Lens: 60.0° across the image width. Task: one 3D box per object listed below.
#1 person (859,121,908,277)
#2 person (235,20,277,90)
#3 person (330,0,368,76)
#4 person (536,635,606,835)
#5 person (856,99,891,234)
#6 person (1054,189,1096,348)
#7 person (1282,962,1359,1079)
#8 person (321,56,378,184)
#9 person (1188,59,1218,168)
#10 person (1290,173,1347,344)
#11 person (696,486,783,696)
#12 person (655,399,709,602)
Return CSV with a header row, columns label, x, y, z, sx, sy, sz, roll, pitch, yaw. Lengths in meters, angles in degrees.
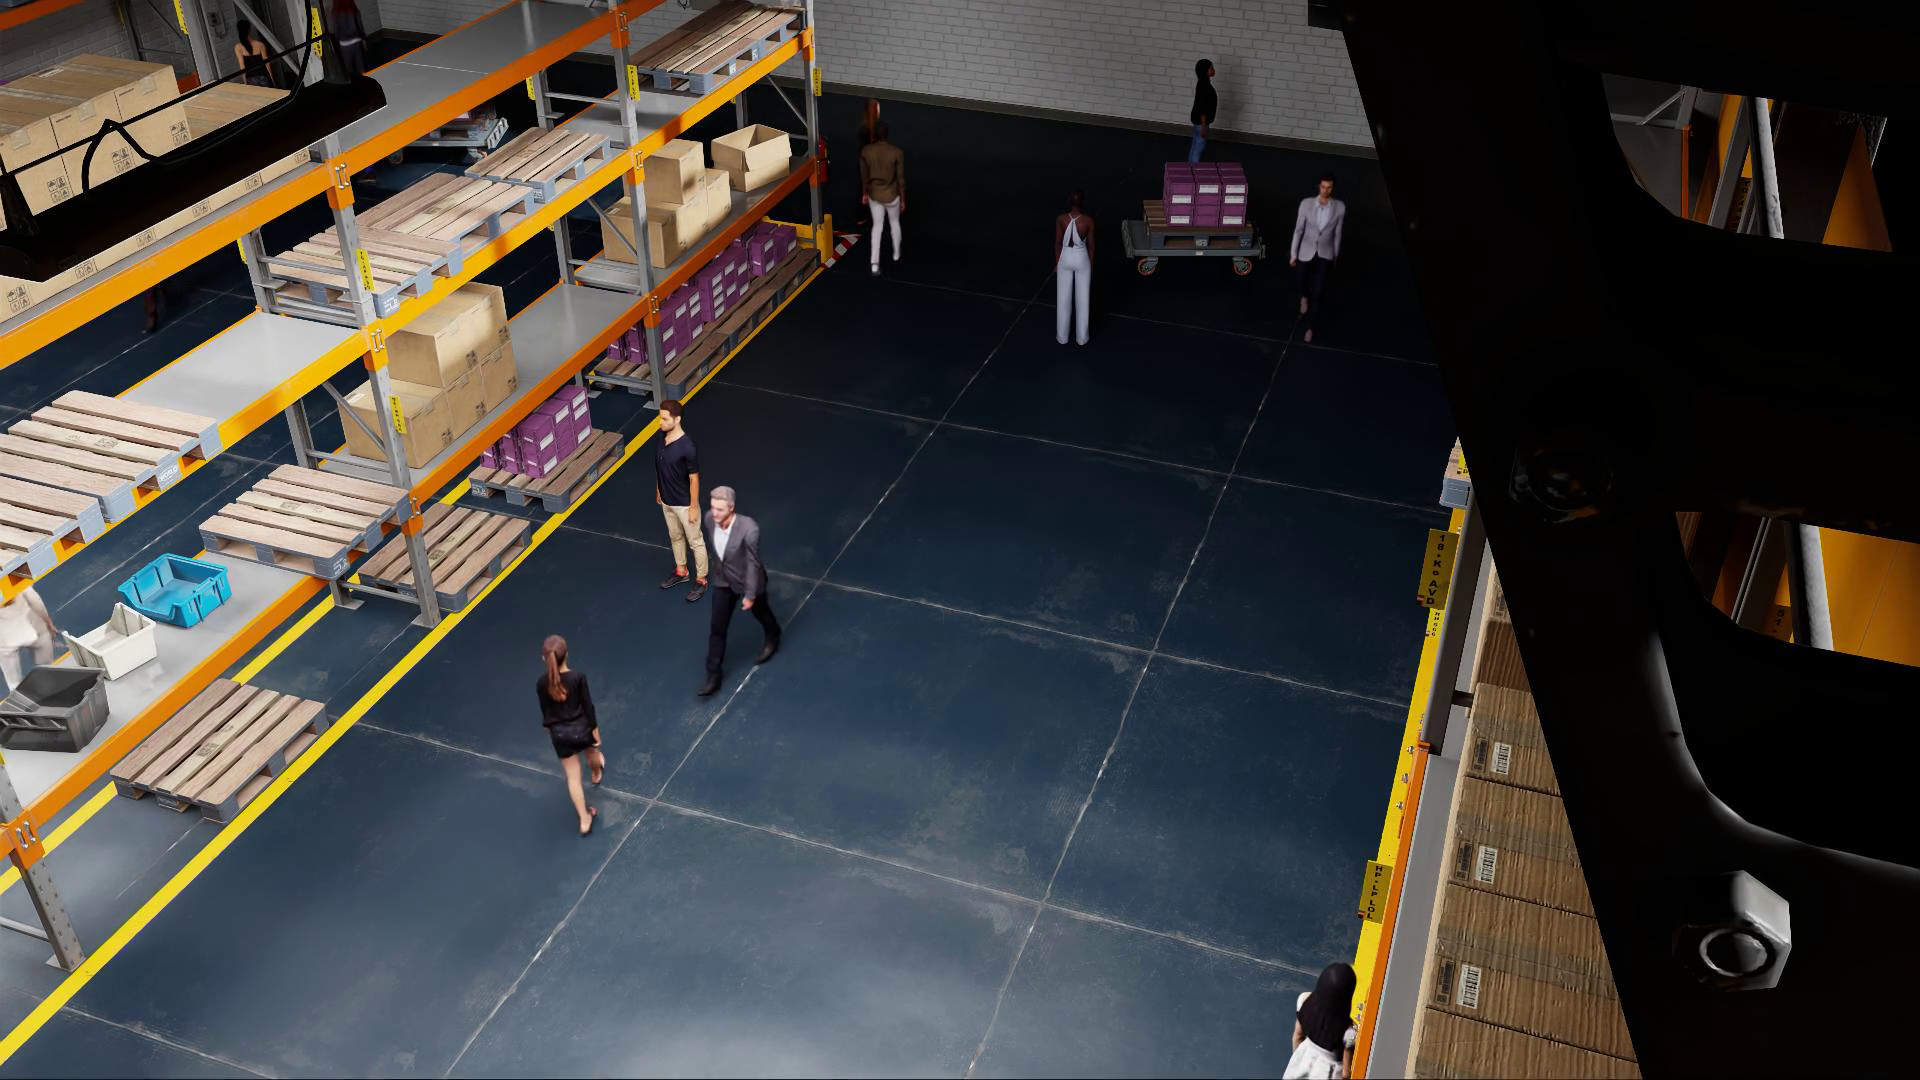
label,x,y,z,sx,sy,sz,roll,pitch,yaw
person,-0.915,-3.967,19.466,0.874,1.798,1.199,5,34,7
person,-9.745,-6.348,23.113,0.650,1.727,0.697,-11,35,-17
person,-8.863,-7.123,24.270,1.016,1.737,1.090,-13,36,-19
person,-2.731,1.391,11.650,0.849,1.528,1.055,-4,34,-5
person,-1.205,-4.609,20.523,0.690,1.697,0.603,14,36,20
person,1.229,-2.936,17.928,0.618,1.783,0.542,5,34,7
person,1.956,2.967,9.061,0.795,1.769,0.773,-26,41,-33
person,-8.106,-5.509,21.778,0.759,1.808,1.152,10,35,14
person,3.151,-5.451,21.787,0.697,1.701,0.575,1,34,2
person,3.898,-3.165,18.237,0.732,1.823,1.152,8,34,12
person,-1.695,0.305,13.058,0.782,1.778,1.251,17,37,23
person,-2.353,-0.359,13.983,0.692,1.859,0.637,24,40,31
